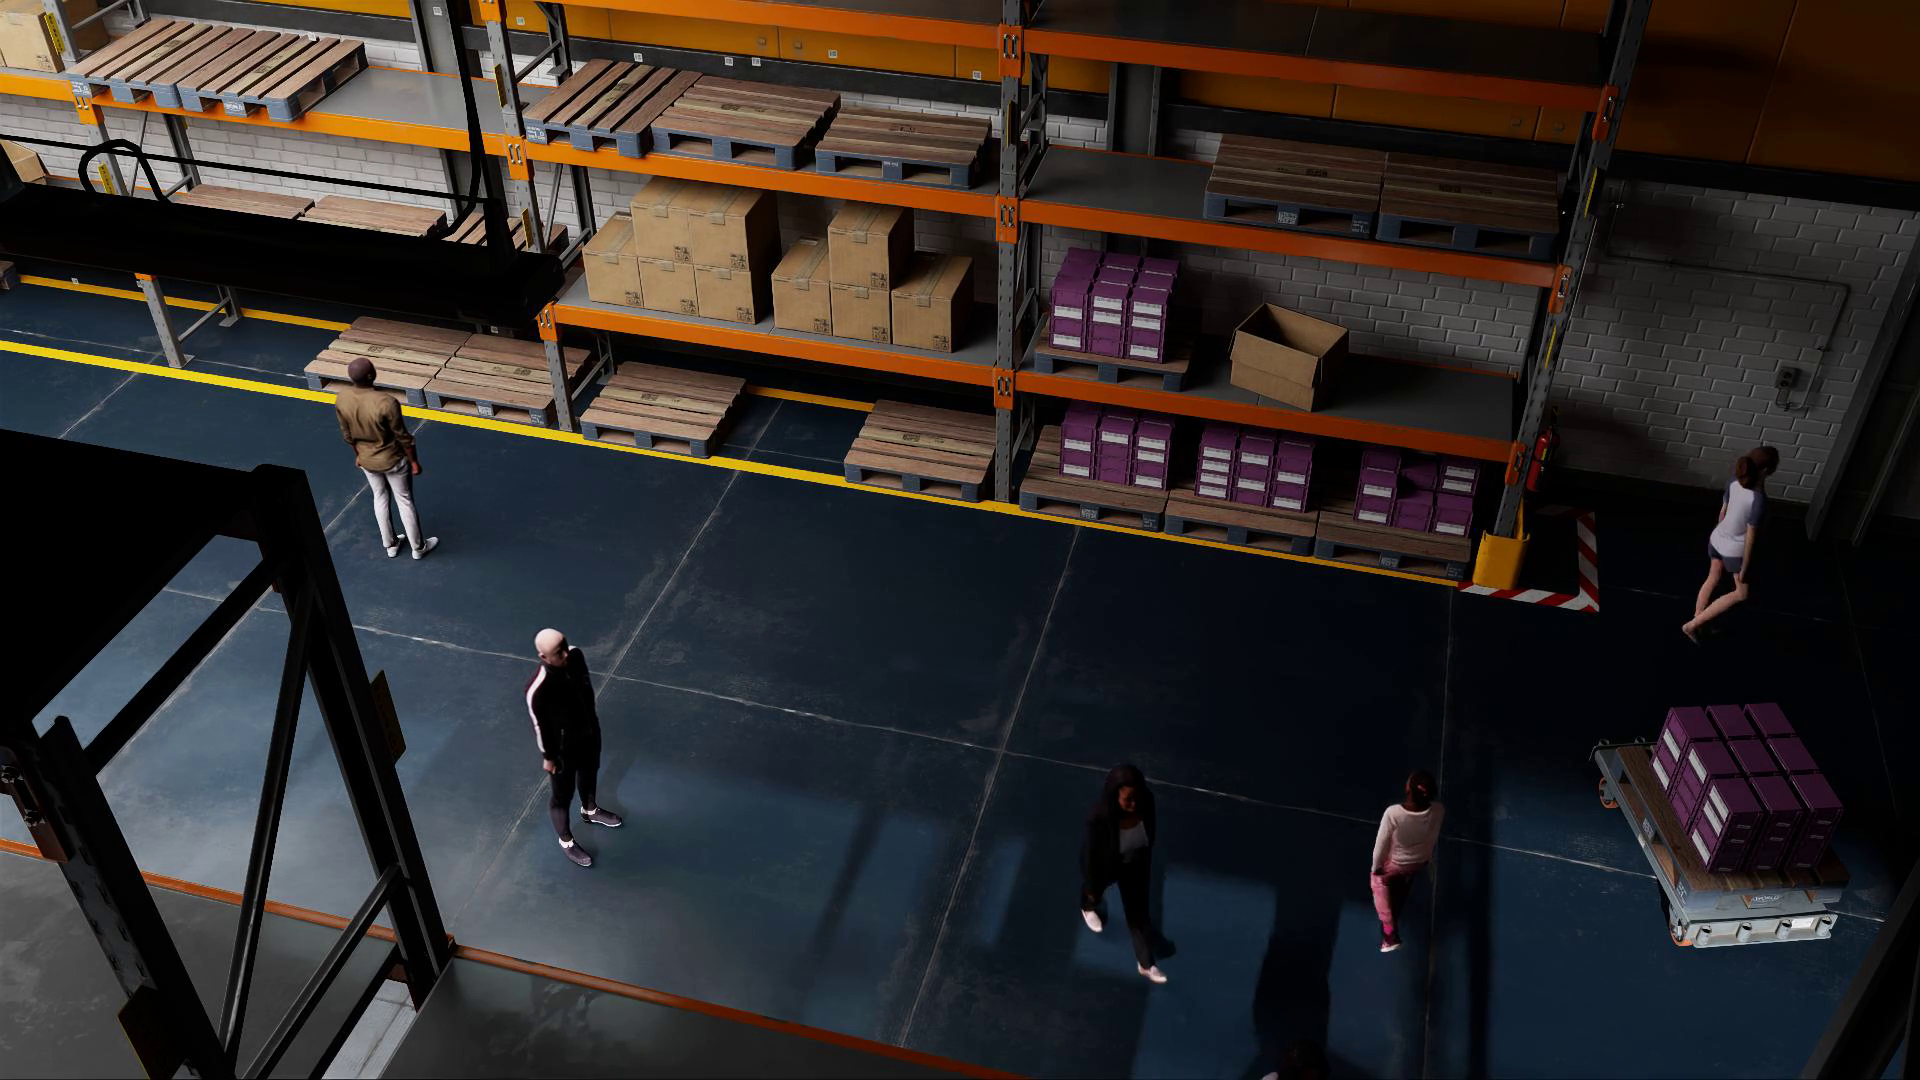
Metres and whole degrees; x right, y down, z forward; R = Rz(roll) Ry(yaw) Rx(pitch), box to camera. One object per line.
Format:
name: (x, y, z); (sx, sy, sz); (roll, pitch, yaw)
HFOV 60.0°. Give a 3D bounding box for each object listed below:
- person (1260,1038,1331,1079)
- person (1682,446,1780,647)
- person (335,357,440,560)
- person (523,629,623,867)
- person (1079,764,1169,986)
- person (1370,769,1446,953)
person: (1.625, 2.998, 8.567); (0.776, 1.597, 0.837); (-20, 43, -23)
person: (5.551, 0.073, 12.100); (0.793, 1.759, 0.725); (-7, 39, -9)
person: (-4.474, -0.627, 12.923); (0.515, 1.825, 0.788); (7, 39, 9)
person: (-2.487, 1.257, 10.556); (0.619, 1.836, 0.718); (15, 41, 18)
person: (0.880, 1.882, 9.991); (1.100, 1.564, 1.139); (-18, 42, -22)
person: (2.695, 1.938, 10.027); (0.805, 1.431, 0.760); (-3, 39, -3)
